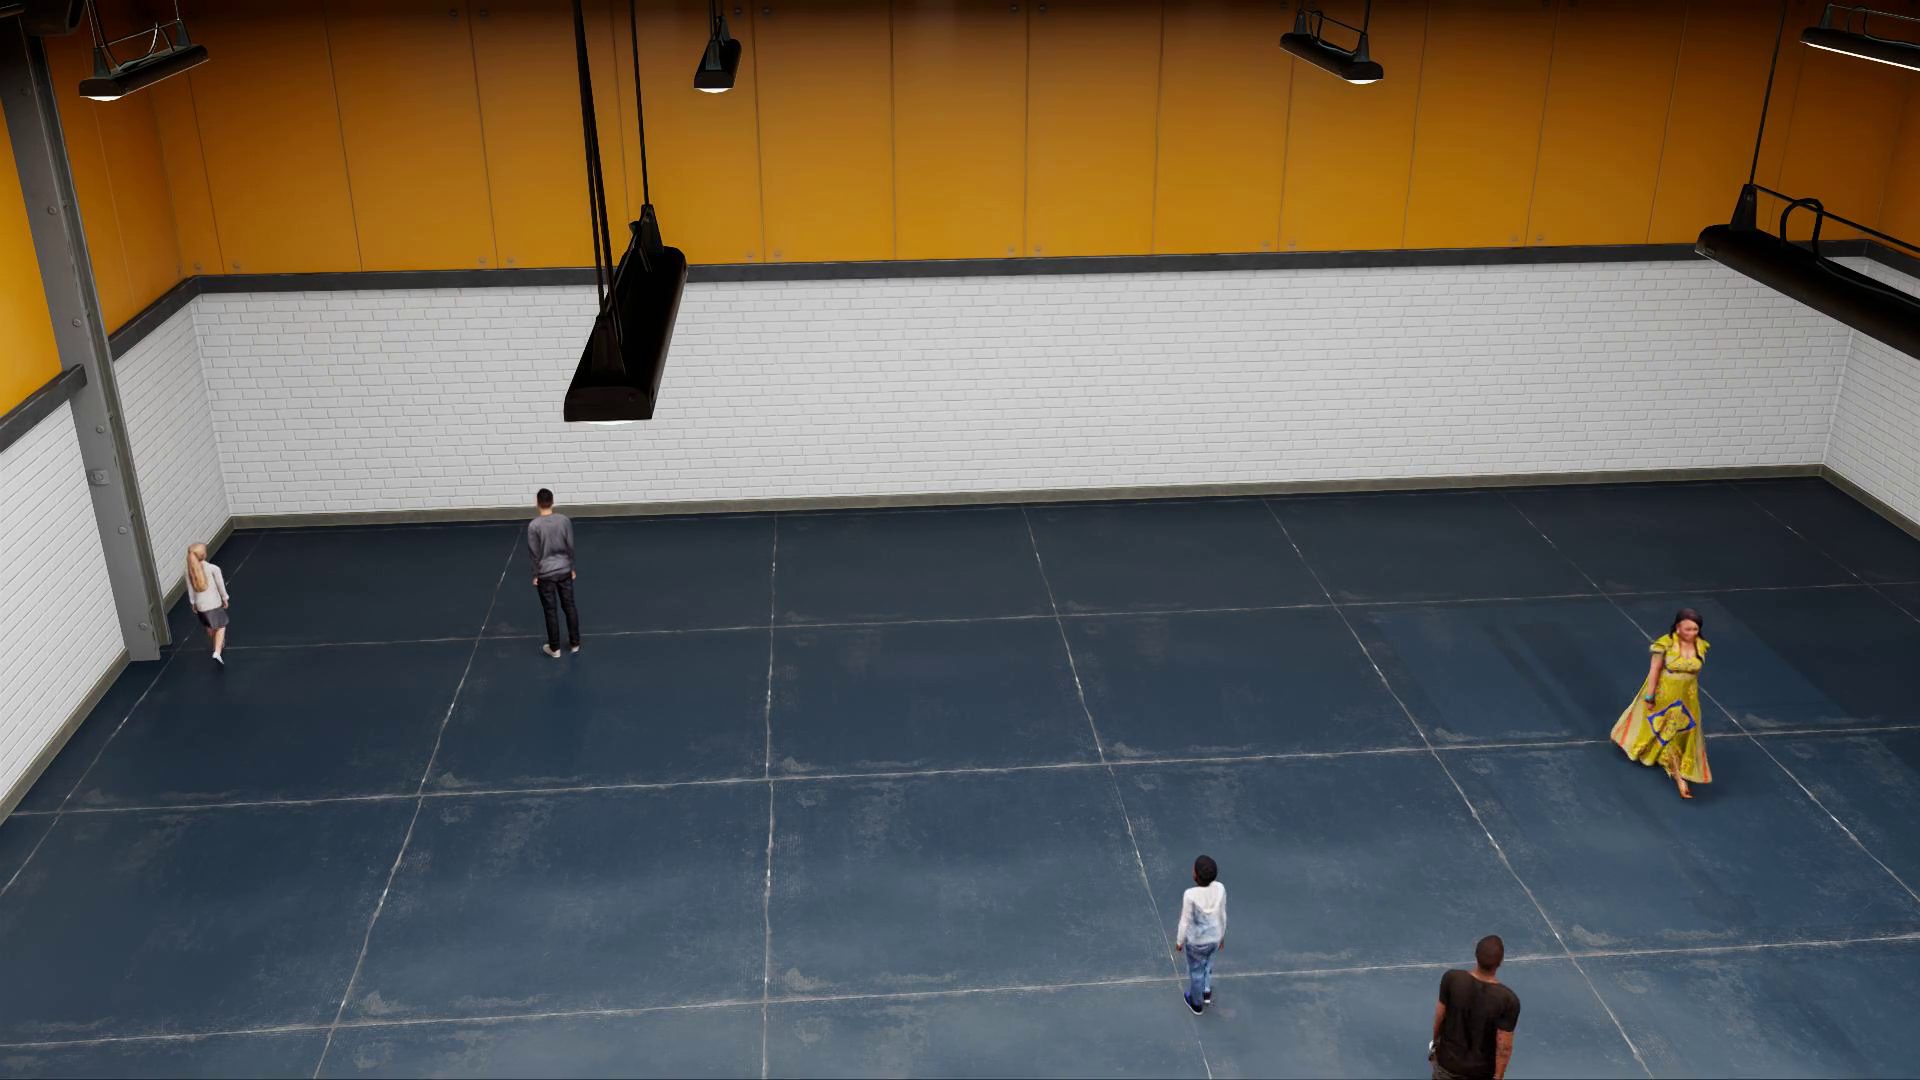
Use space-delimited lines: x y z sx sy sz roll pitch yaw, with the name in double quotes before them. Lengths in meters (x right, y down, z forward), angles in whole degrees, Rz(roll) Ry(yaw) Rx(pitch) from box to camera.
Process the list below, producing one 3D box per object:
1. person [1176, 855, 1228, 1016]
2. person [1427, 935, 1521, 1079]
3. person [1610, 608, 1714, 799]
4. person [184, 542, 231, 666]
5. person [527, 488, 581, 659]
"person" 1.704 2.763 11.523 0.555 1.256 0.585 -9 25 -20
"person" 3.003 3.165 9.950 0.992 1.778 1.168 12 26 25
"person" 6.100 1.312 14.400 0.732 1.609 1.209 -2 24 -5
"person" -7.412 0.633 16.392 0.512 1.259 0.808 -2 24 -5
"person" -4.028 0.315 16.492 0.694 1.760 0.691 -14 27 -29
